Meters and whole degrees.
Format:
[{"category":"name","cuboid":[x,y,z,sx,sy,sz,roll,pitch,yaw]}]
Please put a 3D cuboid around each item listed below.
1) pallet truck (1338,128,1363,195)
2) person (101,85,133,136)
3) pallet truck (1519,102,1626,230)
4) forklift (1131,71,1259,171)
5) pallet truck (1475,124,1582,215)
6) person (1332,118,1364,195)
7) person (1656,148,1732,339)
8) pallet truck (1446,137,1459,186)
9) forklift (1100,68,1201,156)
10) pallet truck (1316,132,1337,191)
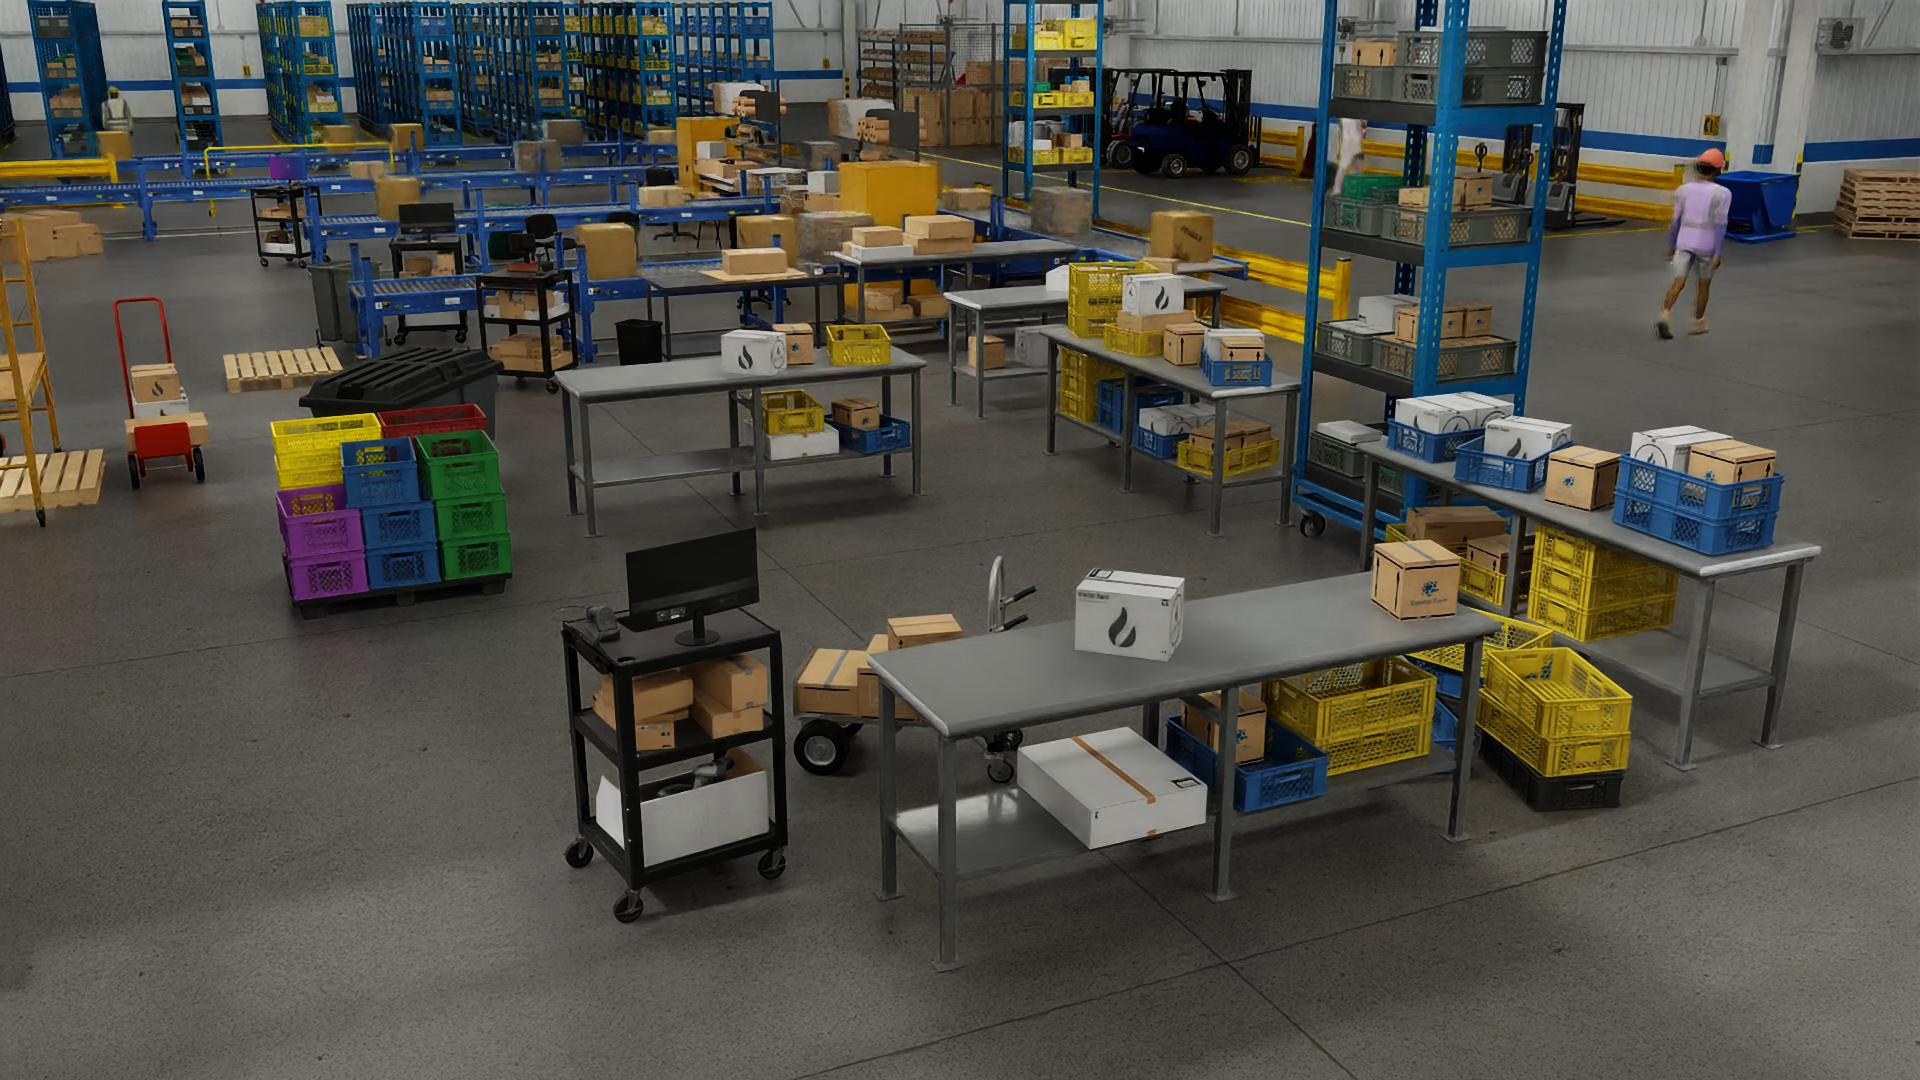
[{"category":"pallet truck","cuboid":[7.845,-7.140,31.411,1.522,1.261,0.704,-9,20,-25]},{"category":"person","cuboid":[-18.707,-9.181,36.972,0.615,1.816,0.490,-14,23,-38]},{"category":"pallet truck","cuboid":[9.972,-6.037,26.785,1.885,1.965,0.823,-9,20,-25]},{"category":"forklift","cuboid":[4.998,-8.936,35.413,2.680,1.987,1.157,-9,20,-25]},{"category":"pallet truck","cuboid":[9.707,-6.455,28.103,1.885,1.965,0.823,-7,19,-20]},{"category":"person","cuboid":[7.237,-7.068,30.258,0.914,1.861,0.669,6,19,18]},{"category":"person","cuboid":[7.776,-3.129,17.613,0.957,2.011,0.618,-16,24,-42]},{"category":"pallet truck","cuboid":[9.184,-6.485,29.328,1.630,1.274,0.653,-8,19,-23]},{"category":"forklift","cuboid":[4.082,-9.564,37.410,2.680,1.987,1.157,-8,19,-23]},{"category":"pallet truck","cuboid":[7.723,-7.504,32.656,1.601,1.201,0.680,-8,19,-23]}]
